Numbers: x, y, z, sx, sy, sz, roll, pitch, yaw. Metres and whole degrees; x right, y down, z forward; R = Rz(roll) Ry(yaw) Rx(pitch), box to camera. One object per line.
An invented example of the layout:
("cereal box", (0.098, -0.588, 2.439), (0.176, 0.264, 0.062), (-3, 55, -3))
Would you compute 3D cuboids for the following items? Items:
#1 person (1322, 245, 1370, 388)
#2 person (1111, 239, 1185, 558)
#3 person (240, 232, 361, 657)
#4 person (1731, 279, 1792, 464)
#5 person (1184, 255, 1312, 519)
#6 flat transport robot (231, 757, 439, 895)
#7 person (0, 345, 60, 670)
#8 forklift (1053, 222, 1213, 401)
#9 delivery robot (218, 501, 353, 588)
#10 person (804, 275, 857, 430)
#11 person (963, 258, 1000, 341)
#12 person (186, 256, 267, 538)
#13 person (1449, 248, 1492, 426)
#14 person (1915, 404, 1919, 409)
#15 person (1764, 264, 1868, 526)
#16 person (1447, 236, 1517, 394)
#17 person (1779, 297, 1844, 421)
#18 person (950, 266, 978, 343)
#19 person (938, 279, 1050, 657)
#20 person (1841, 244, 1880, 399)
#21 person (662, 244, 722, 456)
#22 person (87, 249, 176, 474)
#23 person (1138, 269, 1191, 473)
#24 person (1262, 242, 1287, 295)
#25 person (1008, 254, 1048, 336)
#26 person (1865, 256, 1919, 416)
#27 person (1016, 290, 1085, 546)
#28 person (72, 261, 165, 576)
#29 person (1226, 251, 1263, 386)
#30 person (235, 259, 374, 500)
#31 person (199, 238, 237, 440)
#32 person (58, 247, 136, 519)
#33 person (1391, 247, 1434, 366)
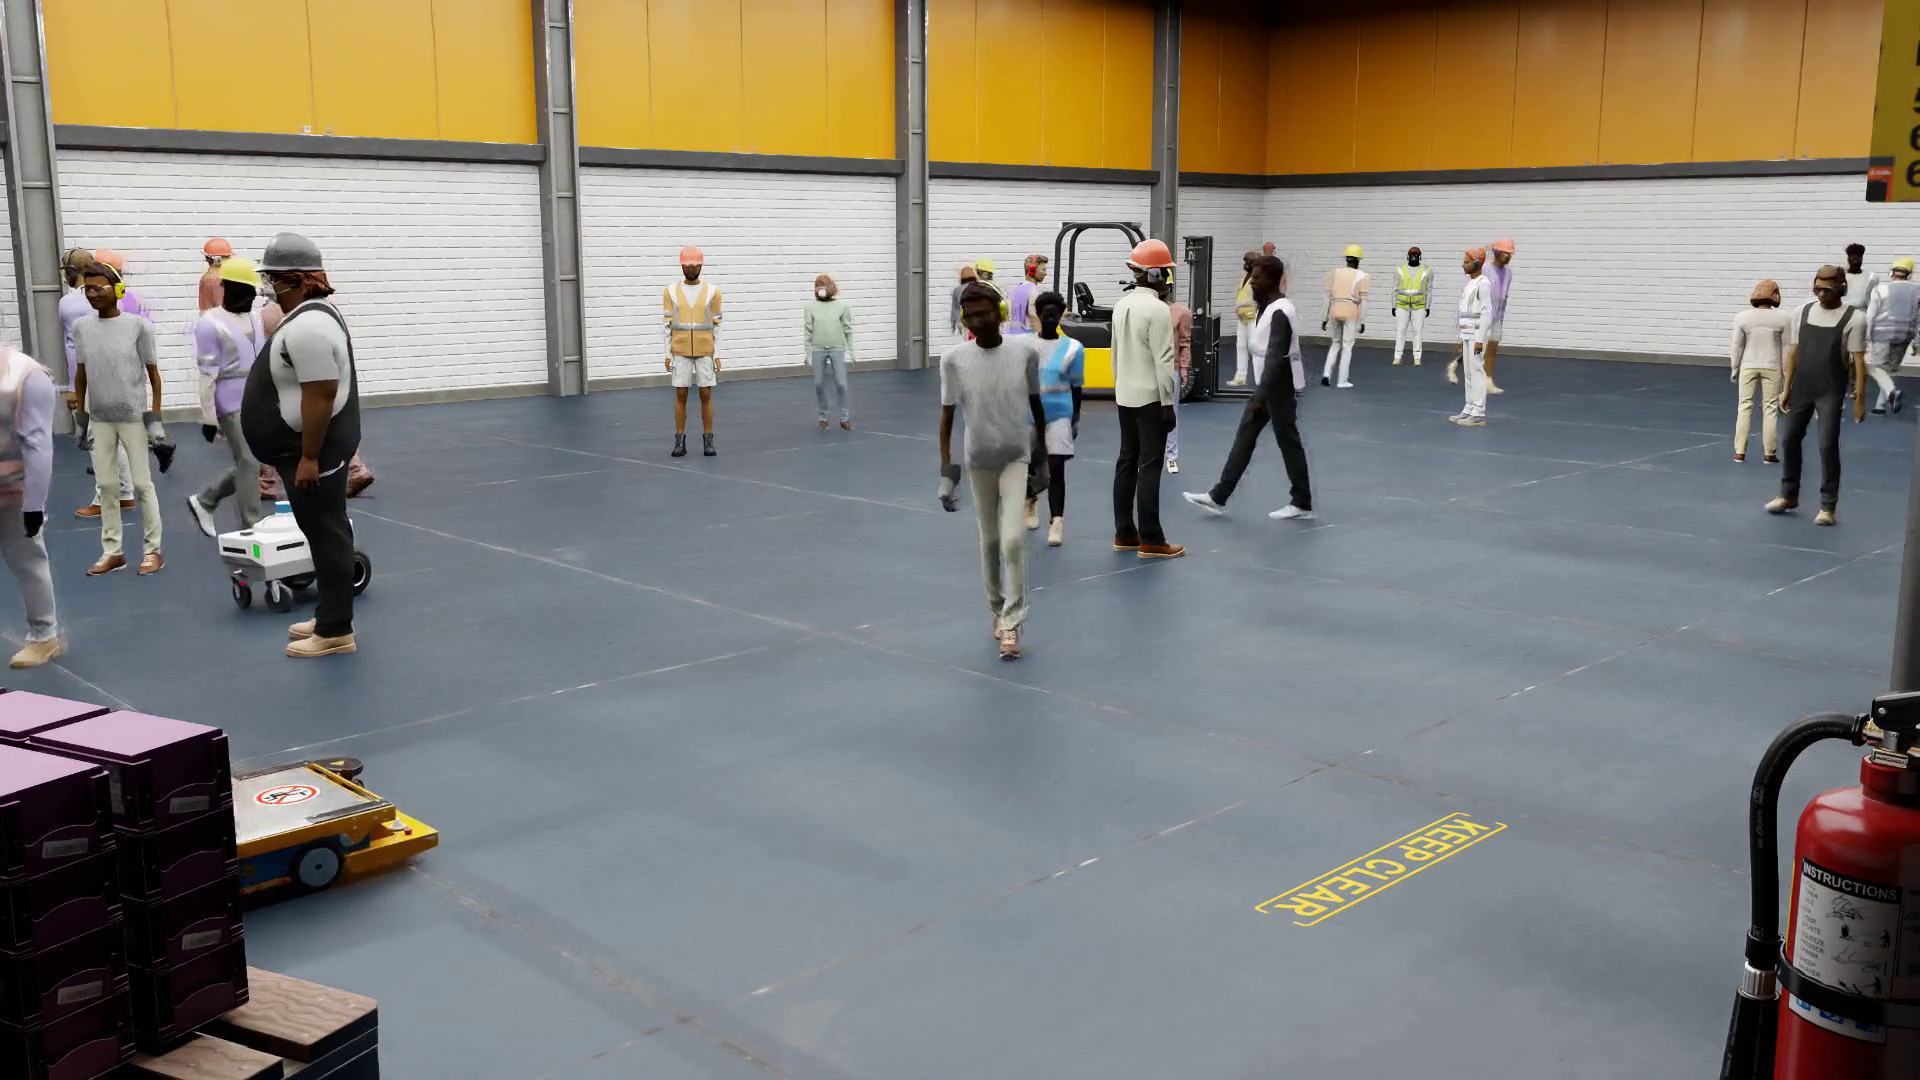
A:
("person", (5.151, -2.981, 22.215), (0.617, 1.898, 0.507), (7, 13, 35))
("person", (1.178, -0.887, 10.505), (0.379, 1.996, 0.611), (-5, 12, -25))
("person", (-3.184, -0.460, 8.051), (0.536, 2.000, 0.683), (-3, 11, -16))
("person", (7.126, -1.494, 14.802), (0.497, 1.633, 0.278), (7, 12, 32))
("person", (2.093, -1.066, 11.794), (0.957, 1.872, 0.623), (0, 10, -2))
("flat transport robot", (-2.428, 0.963, 5.124), (1.431, 0.197, 0.652), (-10, 14, -44))
("person", (-4.382, -0.209, 7.441), (0.690, 1.763, 1.005), (-1, 10, -7))
("forklift", (1.935, -2.847, 20.651), (2.313, 2.155, 1.214), (2, 11, 13))
("delivery robot", (-3.715, 0.028, 9.189), (0.477, 0.478, 0.707), (5, 12, 27))
("person", (-1.332, -1.934, 17.295), (0.587, 1.618, 0.300), (1, 10, 4))
("person", (0.271, -2.550, 20.255), (0.565, 1.740, 0.385), (-7, 12, -32))
("person", (-4.707, -0.873, 10.707), (0.713, 1.896, 0.587), (2, 11, 9))
("person", (5.484, -2.161, 17.757), (0.337, 1.882, 0.585), (0, 10, 2))
("person", (11.572, -2.407, 19.349), (0.729, 1.793, 0.605), (-7, 13, -34))
("person", (6.083, -1.034, 11.782), (0.521, 1.821, 0.702), (-8, 13, -37))
("person", (6.724, -2.879, 21.338), (0.628, 2.010, 0.808), (-6, 12, -31))
("person", (9.370, -2.105, 18.197), (0.575, 1.620, 0.542), (2, 11, 10))
("person", (0.150, -2.948, 22.810), (0.815, 1.586, 0.520), (-9, 14, -42))
("person", (0.171, -0.349, 8.073), (0.536, 1.806, 0.806), (0, 10, 1))
("person", (11.071, -2.712, 20.673), (0.618, 1.909, 0.982), (3, 11, 18))
("person", (-2.449, -1.731, 15.260), (0.545, 1.940, 0.352), (-1, 10, -7))
("person", (-7.003, -1.470, 13.931), (0.825, 1.916, 0.546), (1, 10, 8))
("person", (1.699, -1.448, 14.191), (0.525, 1.769, 0.309), (2, 11, 10))
("person", (5.245, -4.108, 28.313), (0.638, 1.909, 0.408), (5, 11, 25))
("person", (0.666, -1.840, 16.133), (0.388, 1.838, 0.563), (-3, 11, -16))
("person", (10.345, -2.236, 18.402), (0.613, 1.799, 0.700), (1, 10, 6))
("person", (0.566, -0.838, 11.118), (0.533, 1.669, 0.800), (2, 11, 9))
("person", (-5.014, -0.713, 9.901), (0.532, 1.868, 0.310), (0, 10, 0))
("person", (3.988, -2.972, 22.366), (0.721, 1.823, 0.632), (-3, 11, -15))
("person", (-5.035, -1.218, 12.701), (0.993, 1.861, 0.652), (0, 10, 1))
("person", (-7.339, -1.995, 16.546), (0.388, 1.996, 0.612), (-8, 13, -37))
("person", (-6.207, -1.121, 11.937), (0.352, 1.936, 0.635), (0, 10, 2))
("person", (7.035, -3.639, 25.928), (0.625, 1.847, 0.429), (3, 11, 18))
